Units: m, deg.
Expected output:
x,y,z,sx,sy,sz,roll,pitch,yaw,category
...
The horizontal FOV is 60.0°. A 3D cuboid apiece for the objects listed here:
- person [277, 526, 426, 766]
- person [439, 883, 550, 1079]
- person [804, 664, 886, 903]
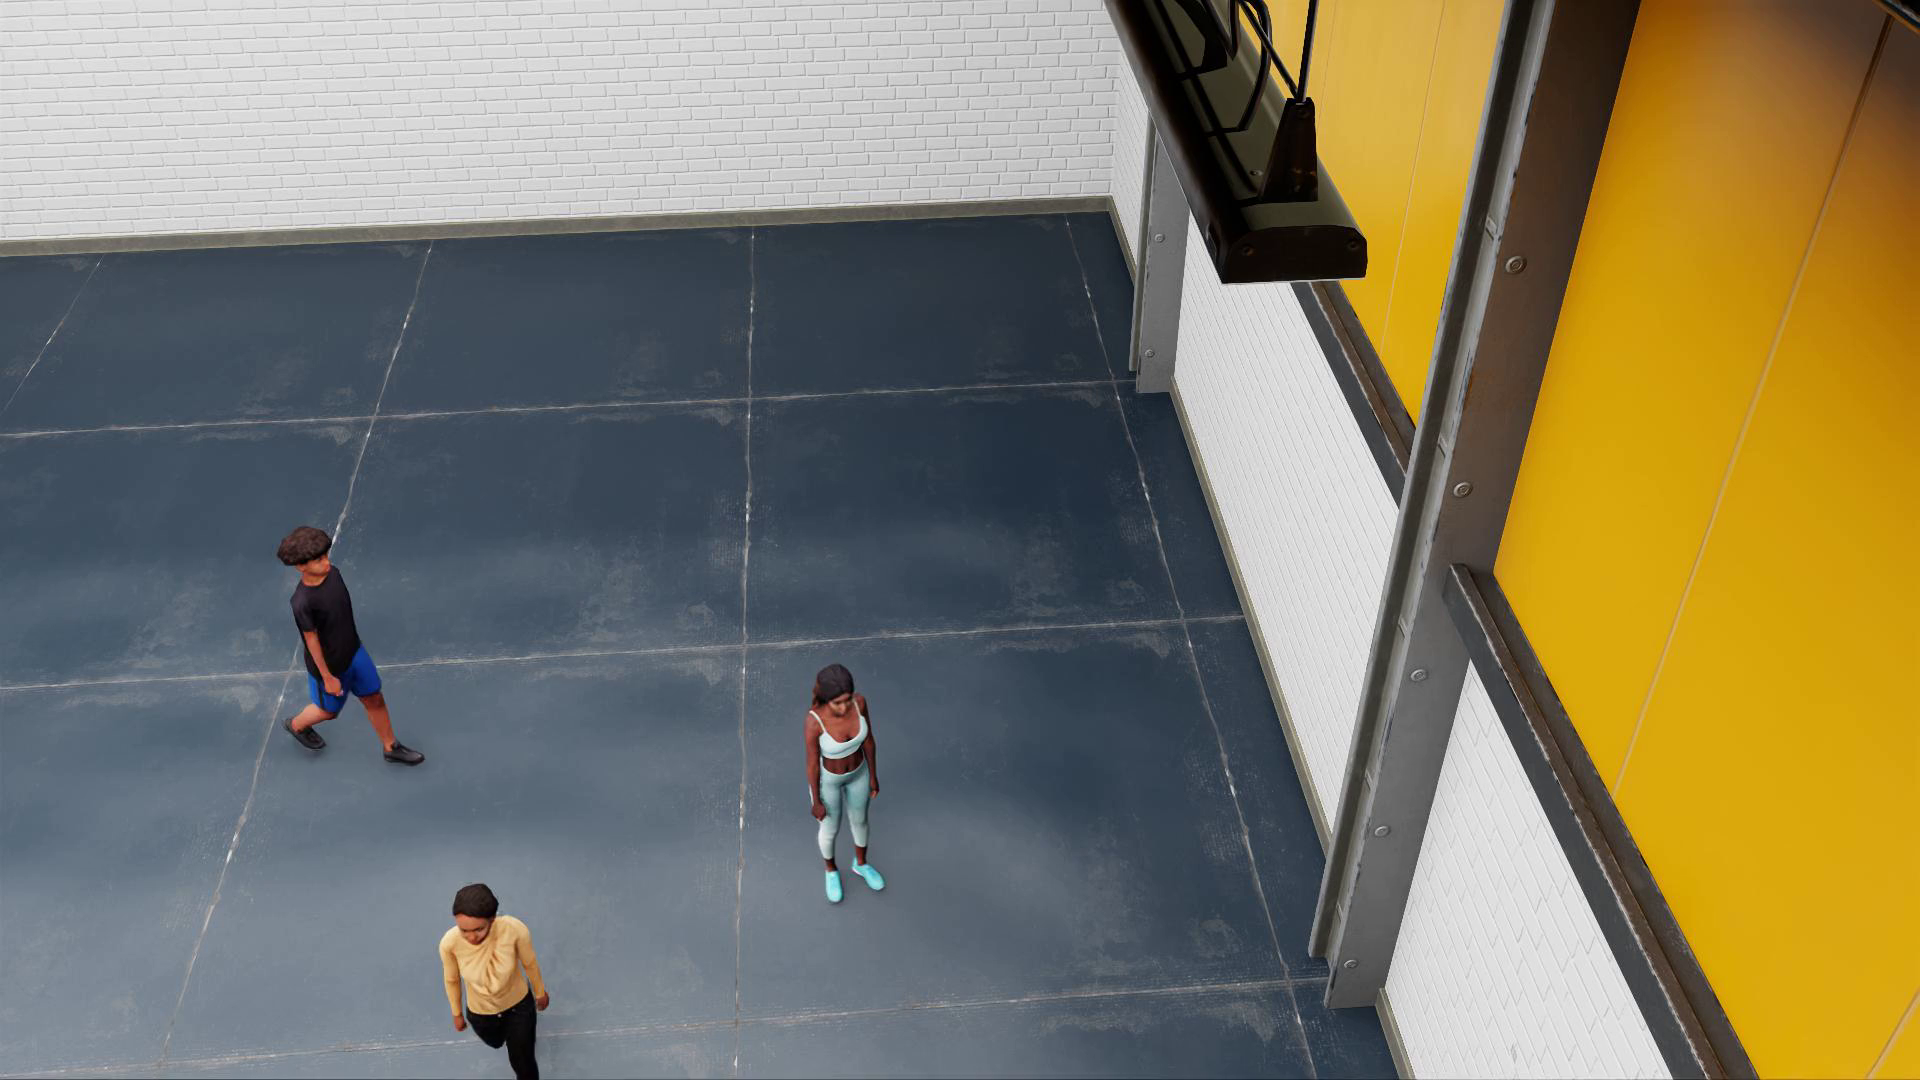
x,y,z,sx,sy,sz,roll,pitch,yaw,category
-3.791,0.672,9.855,0.947,1.770,1.147,11,40,13,person
-2.232,2.186,8.069,0.676,1.633,1.081,-7,39,-8,person
-0.652,1.307,9.097,0.647,1.724,0.664,-21,43,-24,person
